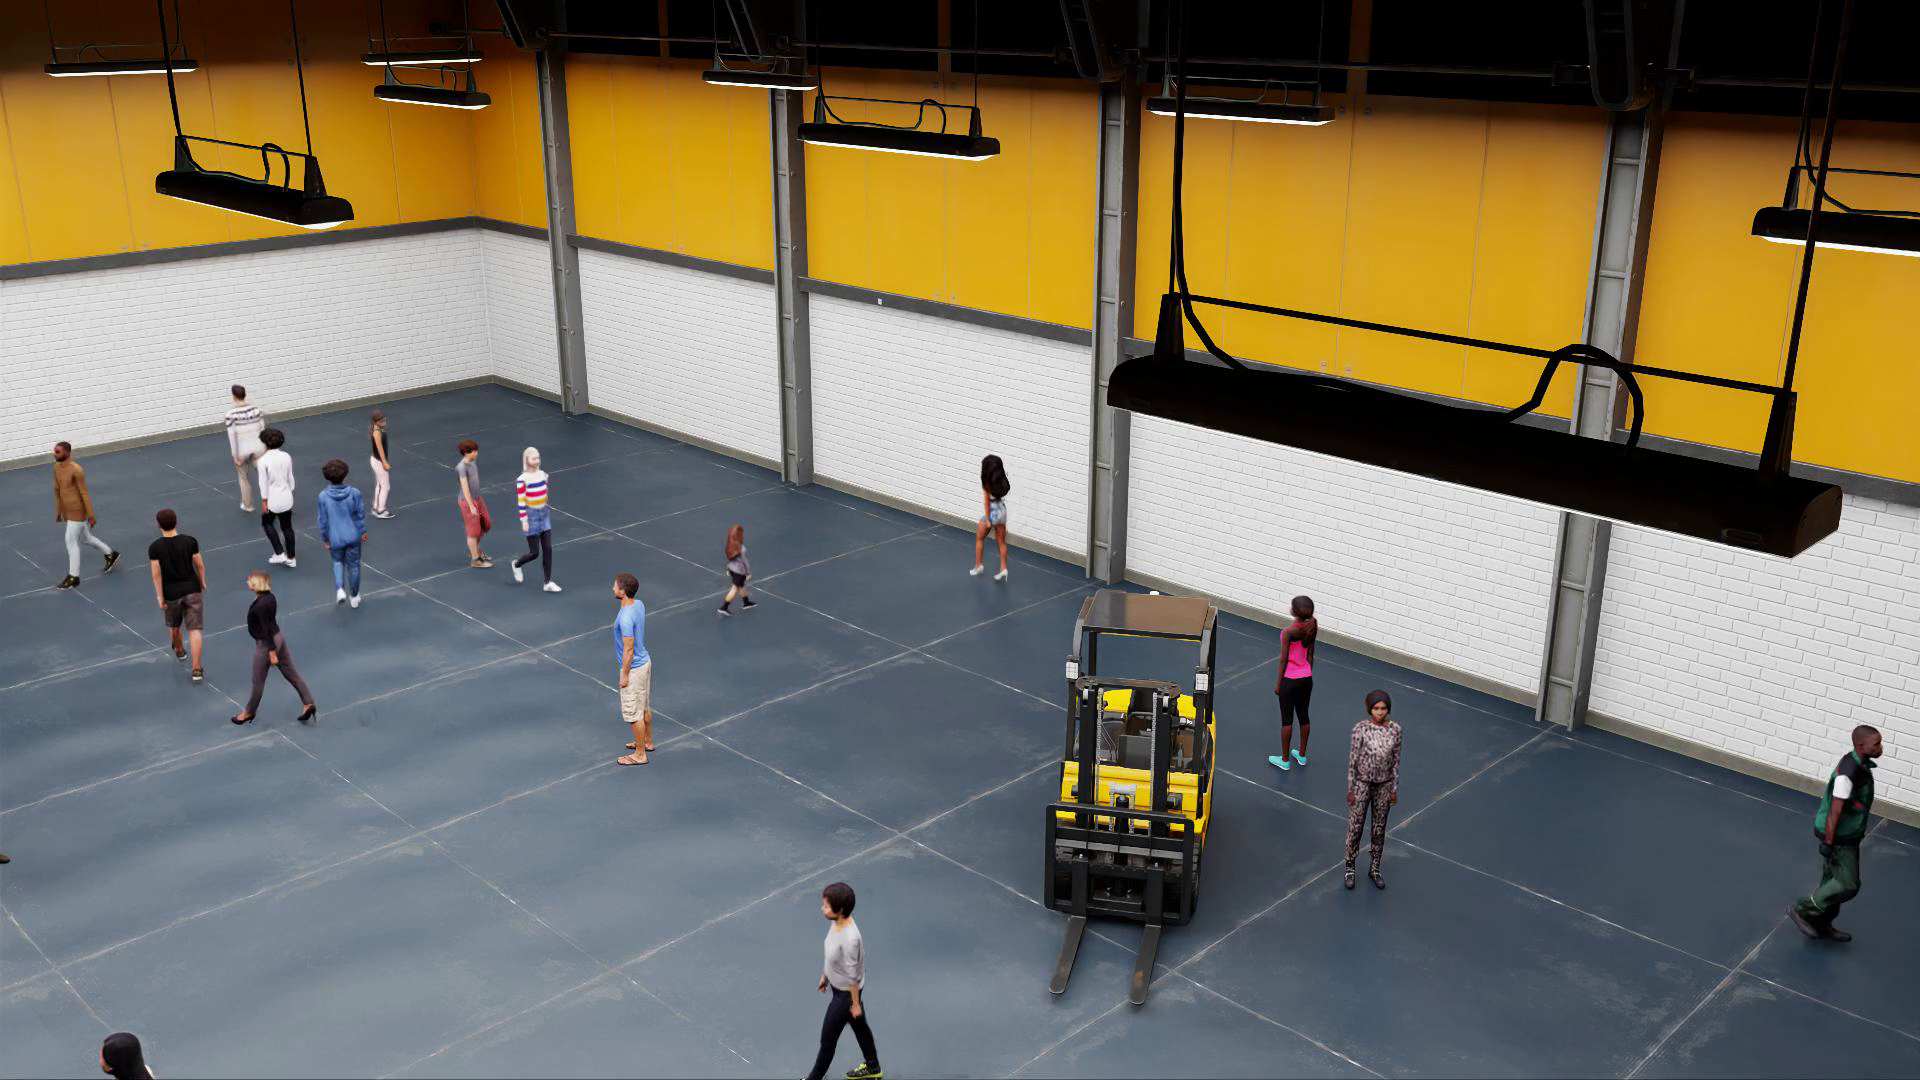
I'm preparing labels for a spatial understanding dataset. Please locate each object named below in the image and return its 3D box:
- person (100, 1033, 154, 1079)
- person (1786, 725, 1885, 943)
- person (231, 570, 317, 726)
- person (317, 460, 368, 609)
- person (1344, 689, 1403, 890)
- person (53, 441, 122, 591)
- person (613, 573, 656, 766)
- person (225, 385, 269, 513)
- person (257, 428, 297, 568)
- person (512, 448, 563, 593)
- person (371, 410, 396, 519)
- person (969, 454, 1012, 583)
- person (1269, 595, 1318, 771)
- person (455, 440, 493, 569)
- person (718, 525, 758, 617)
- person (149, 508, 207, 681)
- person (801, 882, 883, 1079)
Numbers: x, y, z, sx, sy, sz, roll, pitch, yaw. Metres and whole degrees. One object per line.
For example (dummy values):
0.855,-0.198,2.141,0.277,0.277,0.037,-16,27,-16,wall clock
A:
-4.478,3.474,9.130,0.863,1.773,0.790,-3,19,-8,person
6.669,2.226,12.753,0.752,1.827,0.738,12,22,32,person
-6.701,1.093,16.426,1.050,1.630,1.058,-3,19,-8,person
-7.238,-0.041,19.528,0.813,1.799,0.848,-4,19,-12,person
3.355,2.018,13.545,0.678,1.714,0.740,0,19,1,person
-10.805,-0.346,20.465,1.221,1.779,0.981,9,21,25,person
-3.088,1.198,15.748,0.770,1.864,0.728,1,19,4,person
-9.768,-1.214,22.960,0.755,1.832,1.085,-15,24,-37,person
-8.544,-0.514,20.933,0.663,1.797,0.703,13,23,34,person
-5.194,-0.246,20.145,1.015,1.794,0.769,12,22,31,person
-8.038,-1.064,22.964,0.847,1.545,0.658,-11,22,-30,person
0.481,-0.247,20.442,0.748,1.606,0.586,16,24,39,person
3.153,1.322,15.602,0.619,1.720,0.635,-9,21,-25,person
-6.236,-0.460,21.018,0.783,1.641,0.741,3,19,10,person
-2.643,0.367,19.444,0.579,1.079,0.739,-15,24,-37,person
-8.215,0.608,17.583,0.896,1.811,1.251,-10,21,-27,person
-0.677,2.965,11.030,0.915,1.526,0.950,-5,19,-14,person
